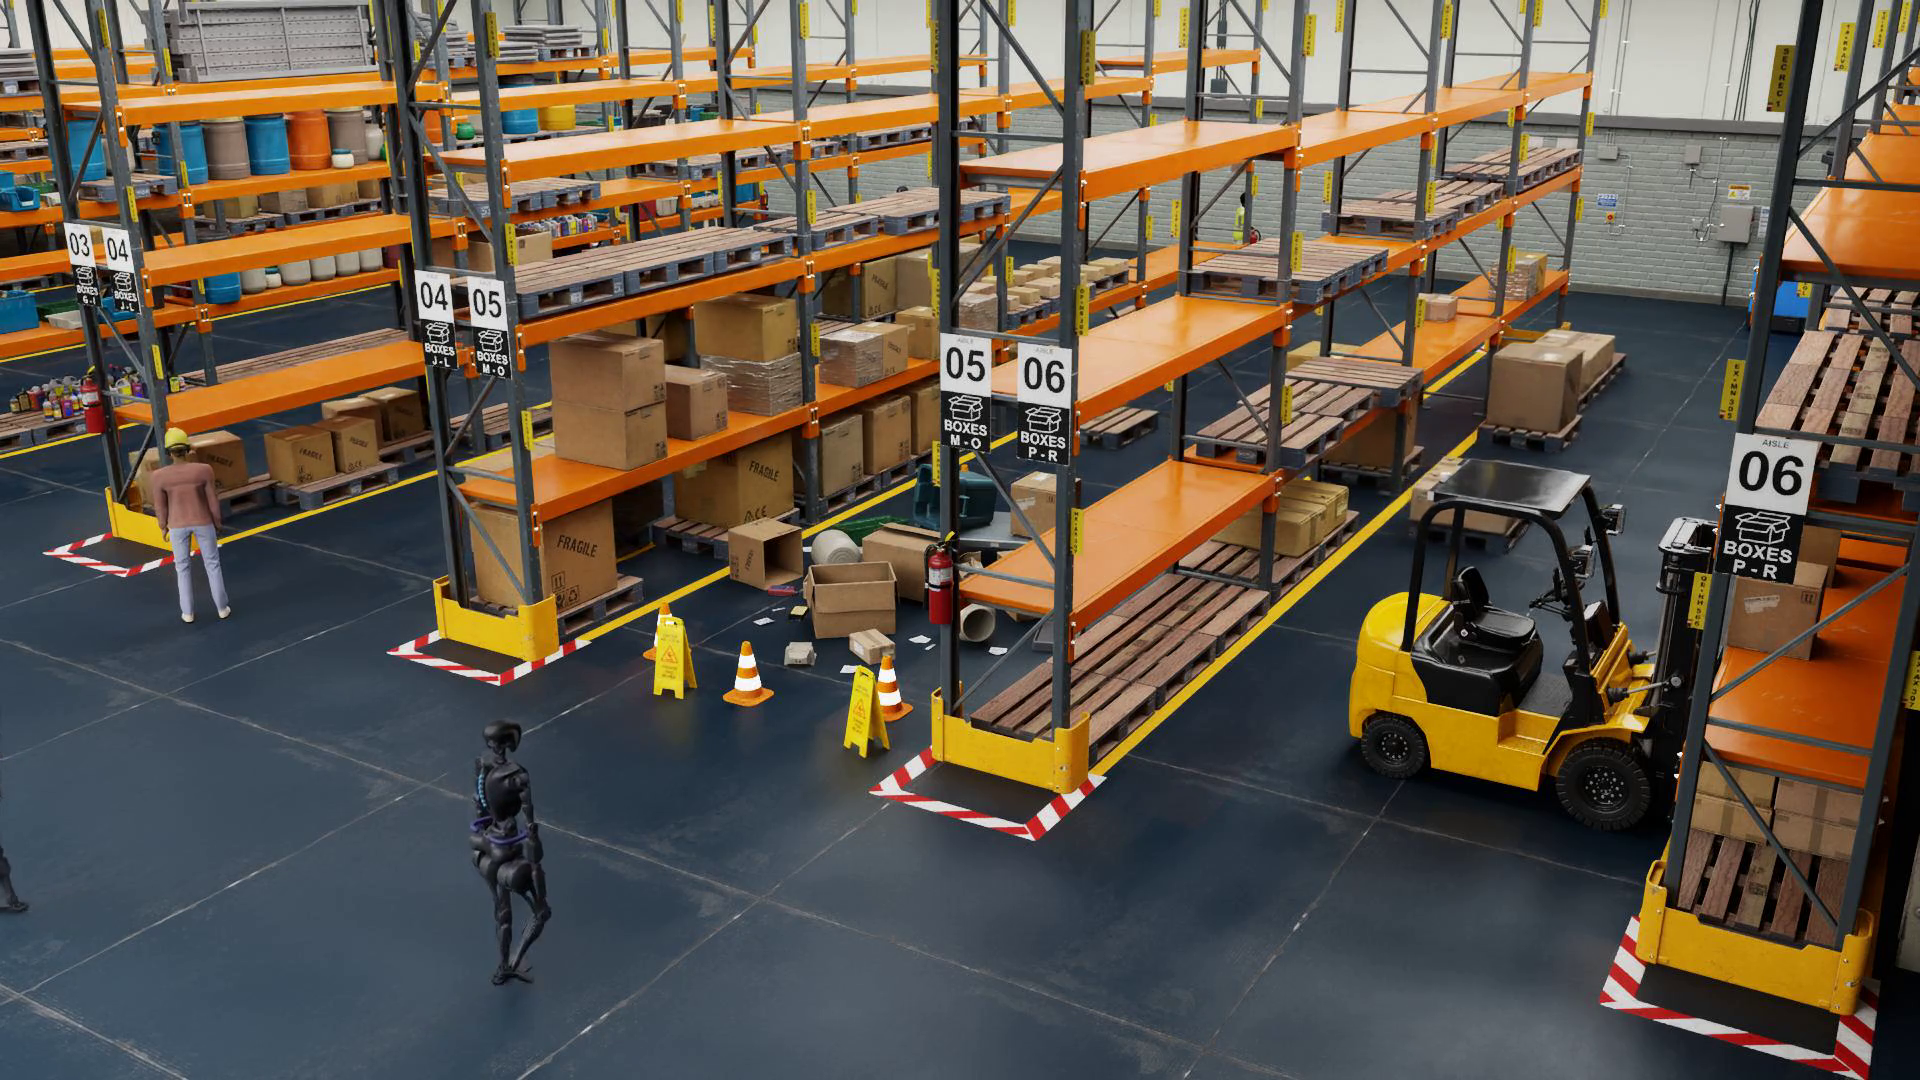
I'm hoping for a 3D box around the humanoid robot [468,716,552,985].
[{"bbox_3d":[-2.580,1.761,9.375,0.590,1.647,0.373,15,24,37],"label":"humanoid robot"}]

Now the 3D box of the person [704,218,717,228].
[{"bbox_3d":[-5.234,-7.063,34.866,0.491,1.688,0.347,-6,20,-18],"label":"person"}]

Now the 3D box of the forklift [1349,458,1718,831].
[{"bbox_3d":[3.988,0.658,11.776,2.313,2.155,1.214,11,22,29],"label":"forklift"}]

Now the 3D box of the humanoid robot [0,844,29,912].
[{"bbox_3d":[-6.115,1.525,10.070,0.639,1.637,0.590,4,19,11],"label":"humanoid robot"}]

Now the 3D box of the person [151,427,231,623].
[{"bbox_3d":[-6.813,-0.133,14.726,0.522,1.761,0.340,-7,20,-20],"label":"person"}]

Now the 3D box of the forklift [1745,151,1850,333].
[{"bbox_3d":[13.620,-4.667,26.137,1.873,2.768,1.129,11,22,29],"label":"forklift"}]

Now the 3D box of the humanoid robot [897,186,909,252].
[{"bbox_3d":[-1.056,-5.810,31.236,0.315,1.657,0.599,-2,19,-7],"label":"humanoid robot"}]

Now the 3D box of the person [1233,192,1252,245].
[{"bbox_3d":[5.154,-5.510,30.372,0.320,1.686,0.539,-1,19,-2],"label":"person"}]
